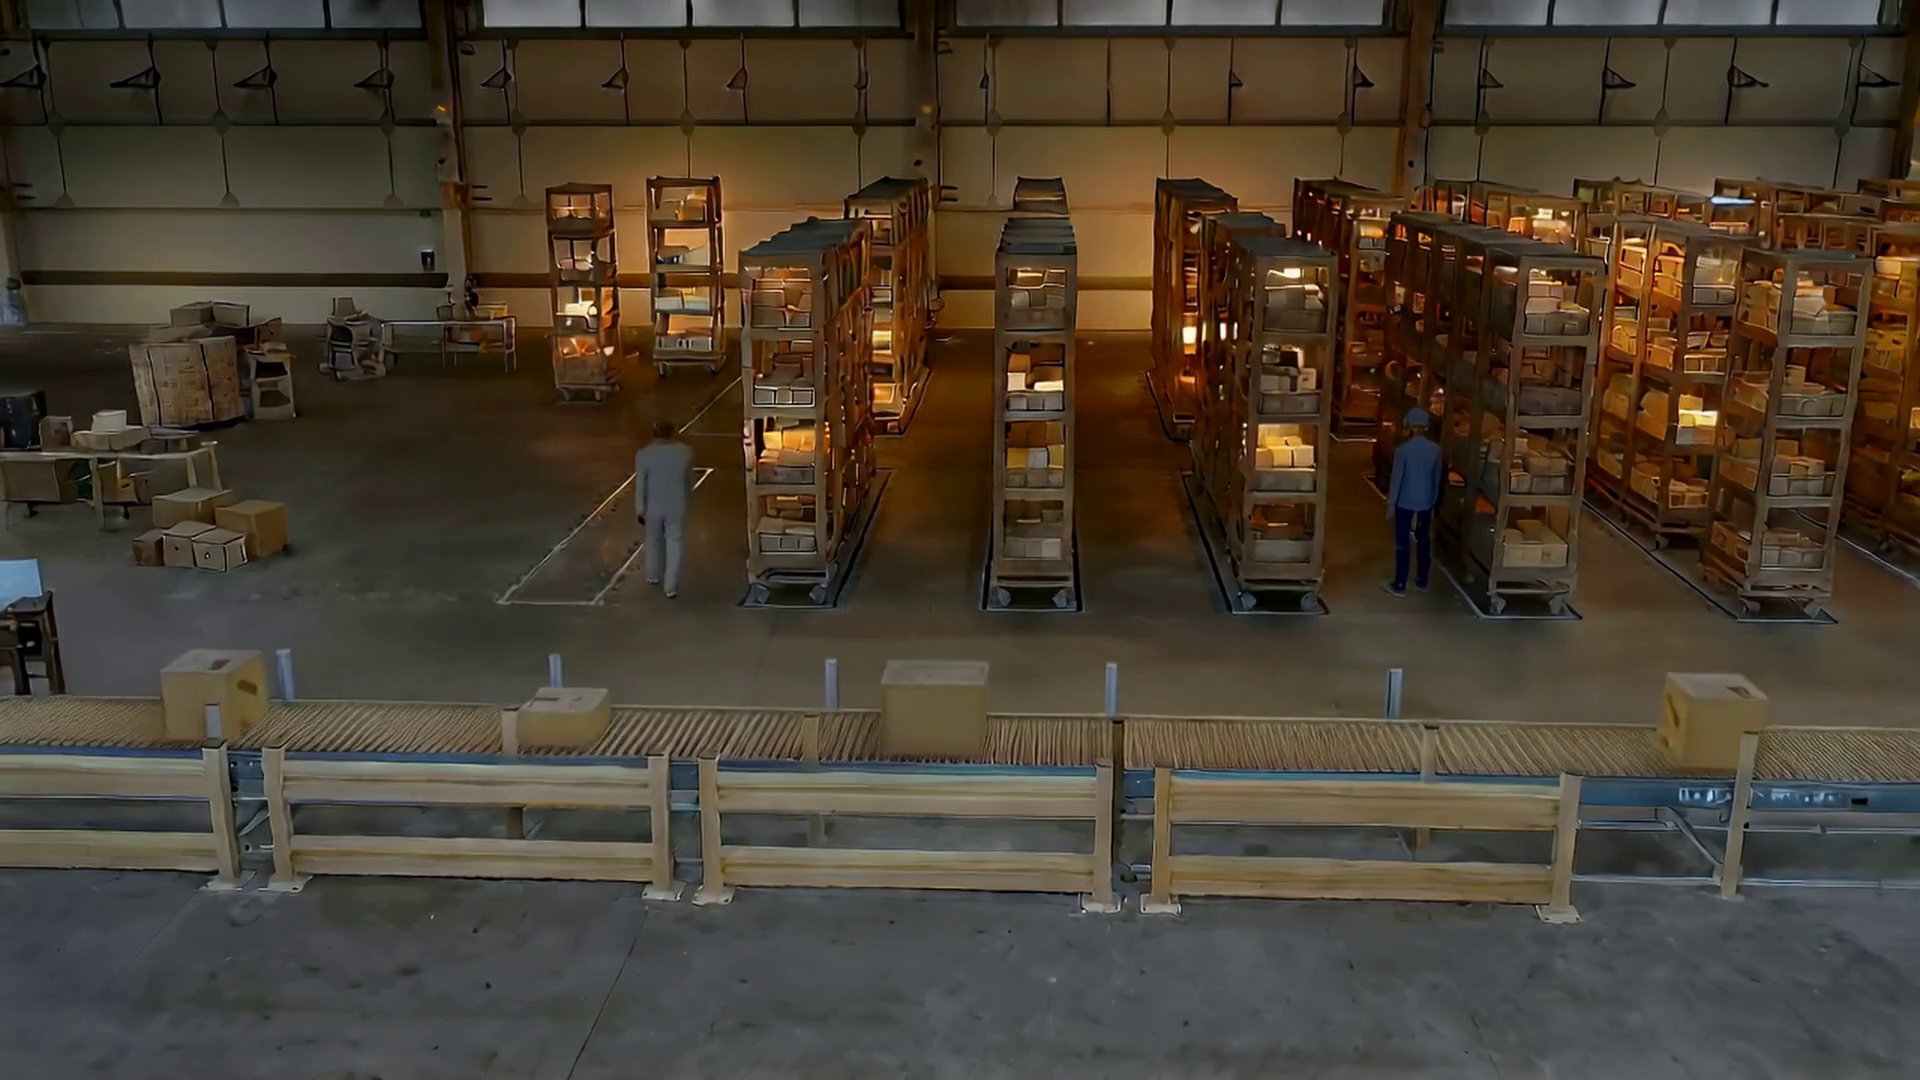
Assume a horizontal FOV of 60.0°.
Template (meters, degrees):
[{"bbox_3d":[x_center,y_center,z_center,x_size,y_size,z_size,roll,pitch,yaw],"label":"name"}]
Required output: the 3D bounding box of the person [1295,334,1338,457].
[{"bbox_3d":[5.110,-2.068,23.785,0.496,1.811,0.576,0,15,-2],"label":"person"}]

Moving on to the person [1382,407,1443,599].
[{"bbox_3d":[4.670,-0.384,17.183,0.622,1.993,0.384,-6,16,-21],"label":"person"}]

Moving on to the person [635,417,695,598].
[{"bbox_3d":[-3.088,-0.379,17.417,0.637,1.855,0.964,-4,16,-13],"label":"person"}]
